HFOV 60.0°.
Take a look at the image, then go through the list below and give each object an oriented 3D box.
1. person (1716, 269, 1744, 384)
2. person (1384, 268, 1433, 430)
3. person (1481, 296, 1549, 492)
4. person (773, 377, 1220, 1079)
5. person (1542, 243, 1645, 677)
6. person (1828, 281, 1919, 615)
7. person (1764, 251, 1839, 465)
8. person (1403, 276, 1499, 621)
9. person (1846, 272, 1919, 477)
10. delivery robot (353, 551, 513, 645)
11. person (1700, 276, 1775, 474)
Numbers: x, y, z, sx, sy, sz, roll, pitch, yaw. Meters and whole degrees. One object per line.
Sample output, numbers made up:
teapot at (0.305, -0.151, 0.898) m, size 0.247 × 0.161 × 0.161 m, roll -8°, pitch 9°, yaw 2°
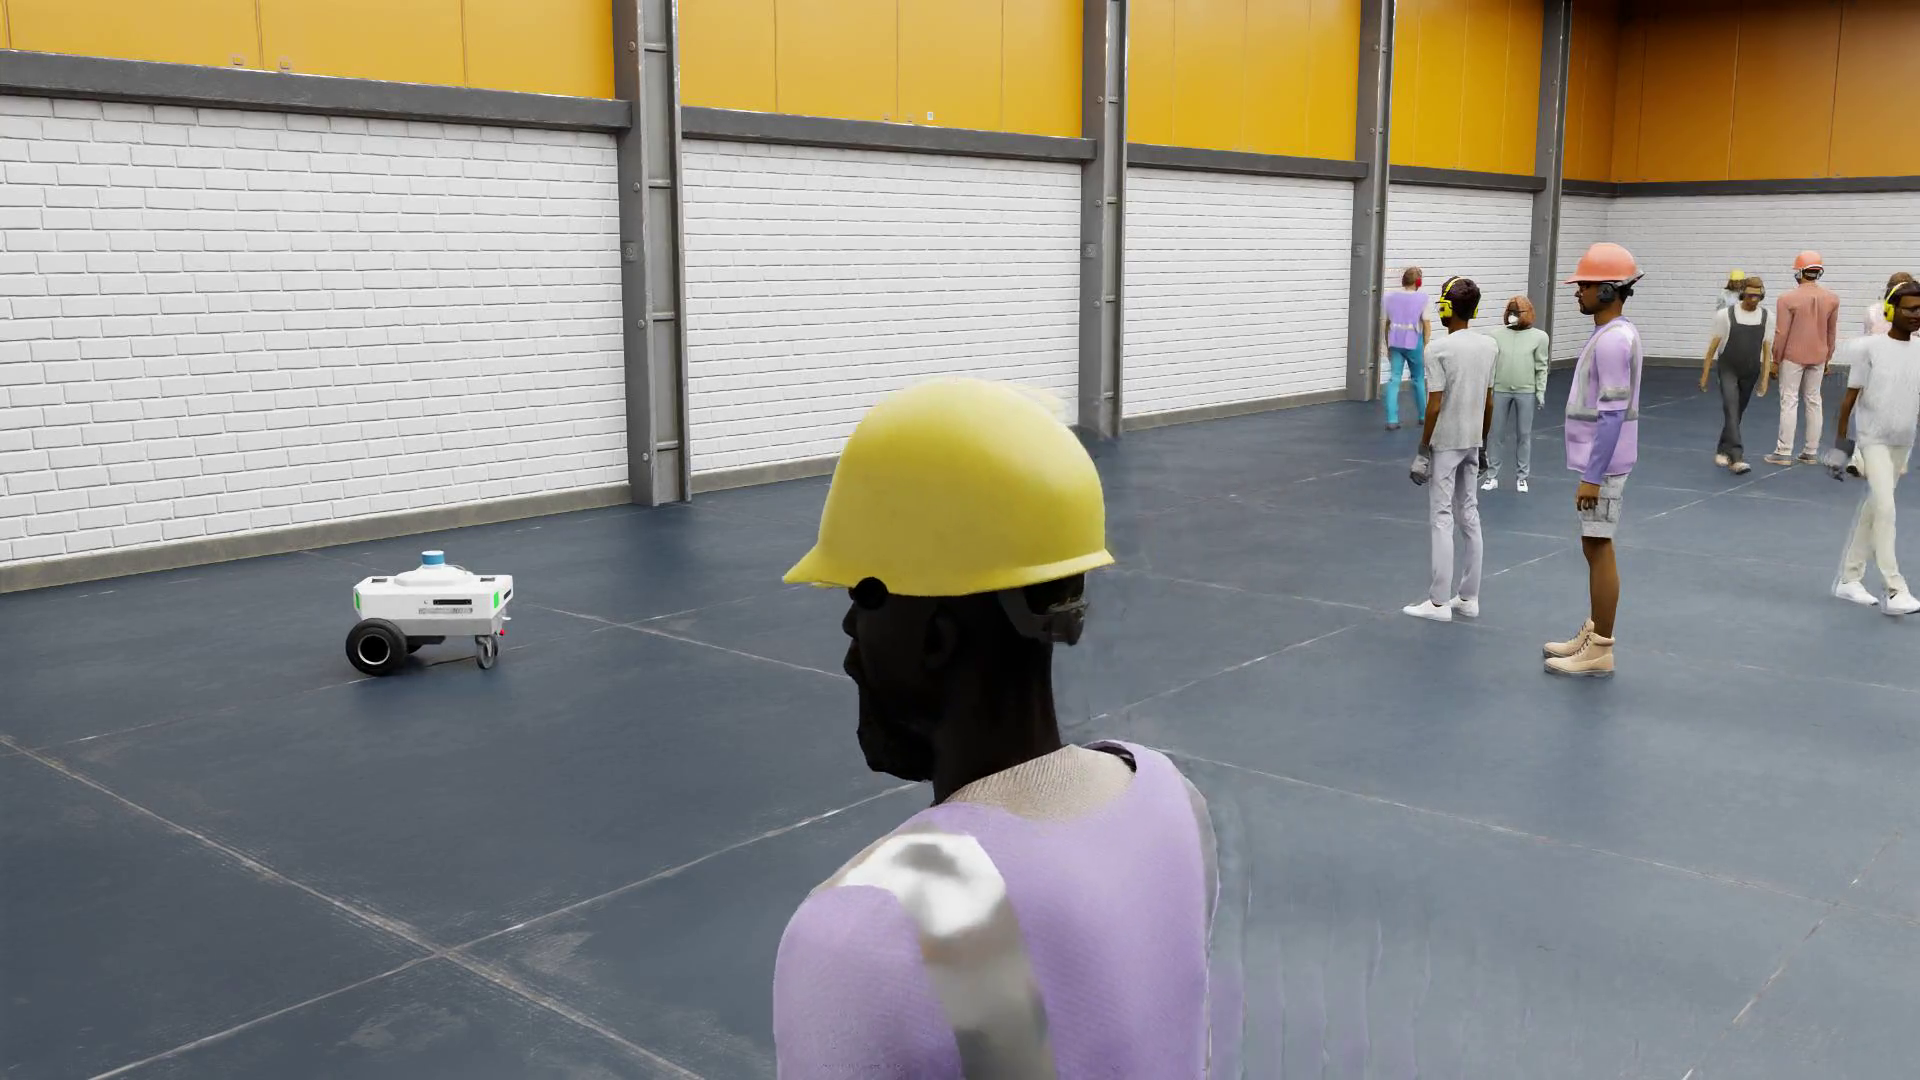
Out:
person at (11.014, -2.991, 23.685) m, size 0.483 × 1.731 × 0.563 m, roll 4°, pitch 11°, yaw 23°
person at (5.062, -2.152, 18.710) m, size 0.594 × 1.792 × 0.950 m, roll 8°, pitch 13°, yaw 37°
person at (4.614, -1.212, 13.842) m, size 0.499 × 1.632 × 0.285 m, roll 5°, pitch 11°, yaw 26°
person at (0.050, 0.816, 1.488) m, size 0.488 × 1.914 × 0.614 m, roll 6°, pitch 12°, yaw 32°
person at (3.008, -0.371, 7.885) m, size 0.370 × 2.044 × 0.608 m, roll 4°, pitch 11°, yaw 20°
person at (5.212, -0.497, 9.184) m, size 0.560 × 1.833 × 0.887 m, roll -2°, pitch 10°, yaw -11°
person at (7.868, -1.693, 15.552) m, size 0.612 × 1.995 × 0.376 m, roll -1°, pitch 10°, yaw -8°
person at (2.678, -0.491, 9.063) m, size 0.508 × 1.872 × 0.329 m, roll -5°, pitch 11°, yaw -29°
person at (8.211, -1.443, 14.661) m, size 0.935 × 1.801 × 0.648 m, roll -10°, pitch 14°, yaw -44°
delivery robot at (-2.540, 0.296, 8.057) m, size 0.707 × 0.478 × 0.477 m, roll -1°, pitch 10°, yaw -3°
person at (7.059, -1.500, 15.104) m, size 0.540 × 1.784 × 0.994 m, roll 1°, pitch 10°, yaw 6°
